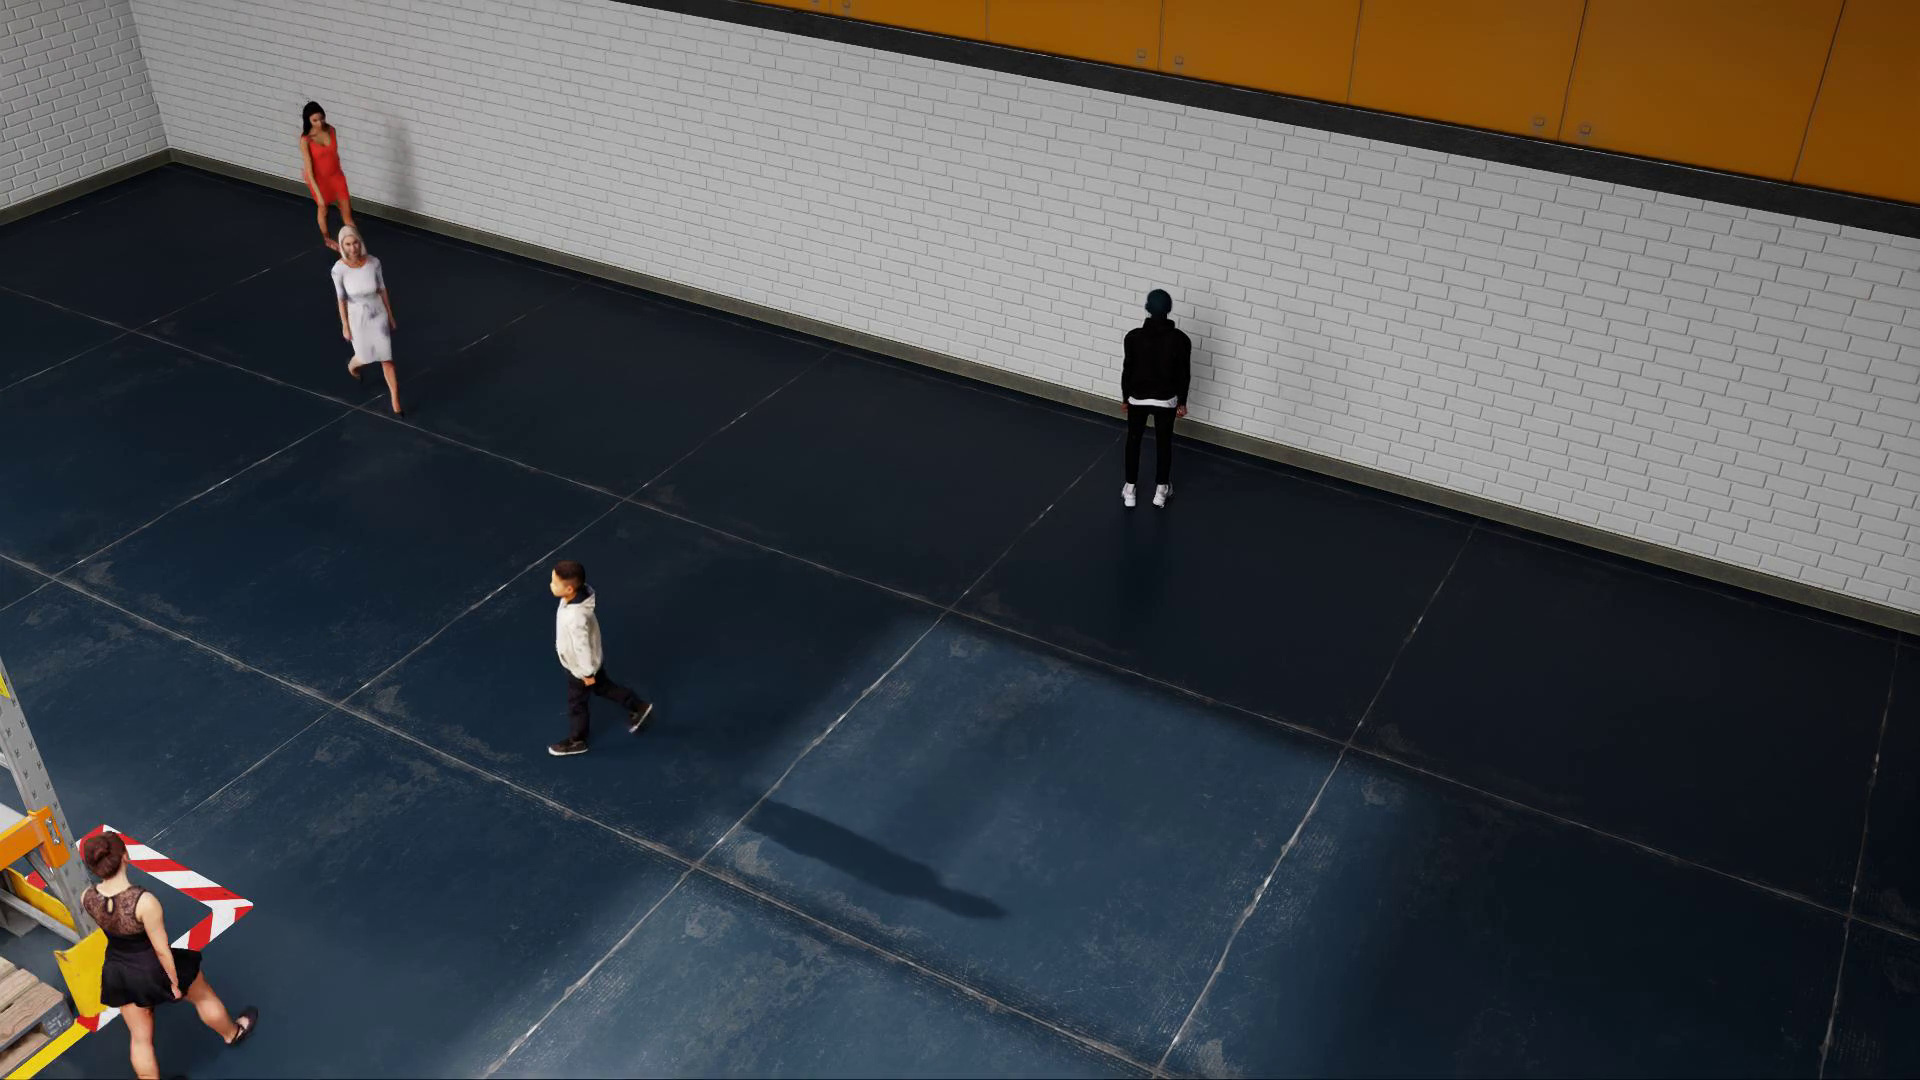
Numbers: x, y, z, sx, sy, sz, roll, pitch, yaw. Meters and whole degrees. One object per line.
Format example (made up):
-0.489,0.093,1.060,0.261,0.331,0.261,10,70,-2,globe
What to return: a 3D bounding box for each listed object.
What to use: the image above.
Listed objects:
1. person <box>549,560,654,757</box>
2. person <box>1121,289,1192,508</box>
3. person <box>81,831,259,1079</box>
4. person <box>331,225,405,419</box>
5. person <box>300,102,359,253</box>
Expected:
-2.300,0.715,10.438,0.987,1.437,0.939,-8,34,-11,person
1.484,-1.094,12.815,0.781,1.820,0.778,6,34,9,person
-4.010,2.152,8.076,0.774,1.658,0.982,4,34,6,person
-5.068,-1.886,14.093,1.027,1.723,0.920,-25,41,-32,person
-6.396,-3.603,16.735,0.792,1.658,1.067,21,39,28,person
